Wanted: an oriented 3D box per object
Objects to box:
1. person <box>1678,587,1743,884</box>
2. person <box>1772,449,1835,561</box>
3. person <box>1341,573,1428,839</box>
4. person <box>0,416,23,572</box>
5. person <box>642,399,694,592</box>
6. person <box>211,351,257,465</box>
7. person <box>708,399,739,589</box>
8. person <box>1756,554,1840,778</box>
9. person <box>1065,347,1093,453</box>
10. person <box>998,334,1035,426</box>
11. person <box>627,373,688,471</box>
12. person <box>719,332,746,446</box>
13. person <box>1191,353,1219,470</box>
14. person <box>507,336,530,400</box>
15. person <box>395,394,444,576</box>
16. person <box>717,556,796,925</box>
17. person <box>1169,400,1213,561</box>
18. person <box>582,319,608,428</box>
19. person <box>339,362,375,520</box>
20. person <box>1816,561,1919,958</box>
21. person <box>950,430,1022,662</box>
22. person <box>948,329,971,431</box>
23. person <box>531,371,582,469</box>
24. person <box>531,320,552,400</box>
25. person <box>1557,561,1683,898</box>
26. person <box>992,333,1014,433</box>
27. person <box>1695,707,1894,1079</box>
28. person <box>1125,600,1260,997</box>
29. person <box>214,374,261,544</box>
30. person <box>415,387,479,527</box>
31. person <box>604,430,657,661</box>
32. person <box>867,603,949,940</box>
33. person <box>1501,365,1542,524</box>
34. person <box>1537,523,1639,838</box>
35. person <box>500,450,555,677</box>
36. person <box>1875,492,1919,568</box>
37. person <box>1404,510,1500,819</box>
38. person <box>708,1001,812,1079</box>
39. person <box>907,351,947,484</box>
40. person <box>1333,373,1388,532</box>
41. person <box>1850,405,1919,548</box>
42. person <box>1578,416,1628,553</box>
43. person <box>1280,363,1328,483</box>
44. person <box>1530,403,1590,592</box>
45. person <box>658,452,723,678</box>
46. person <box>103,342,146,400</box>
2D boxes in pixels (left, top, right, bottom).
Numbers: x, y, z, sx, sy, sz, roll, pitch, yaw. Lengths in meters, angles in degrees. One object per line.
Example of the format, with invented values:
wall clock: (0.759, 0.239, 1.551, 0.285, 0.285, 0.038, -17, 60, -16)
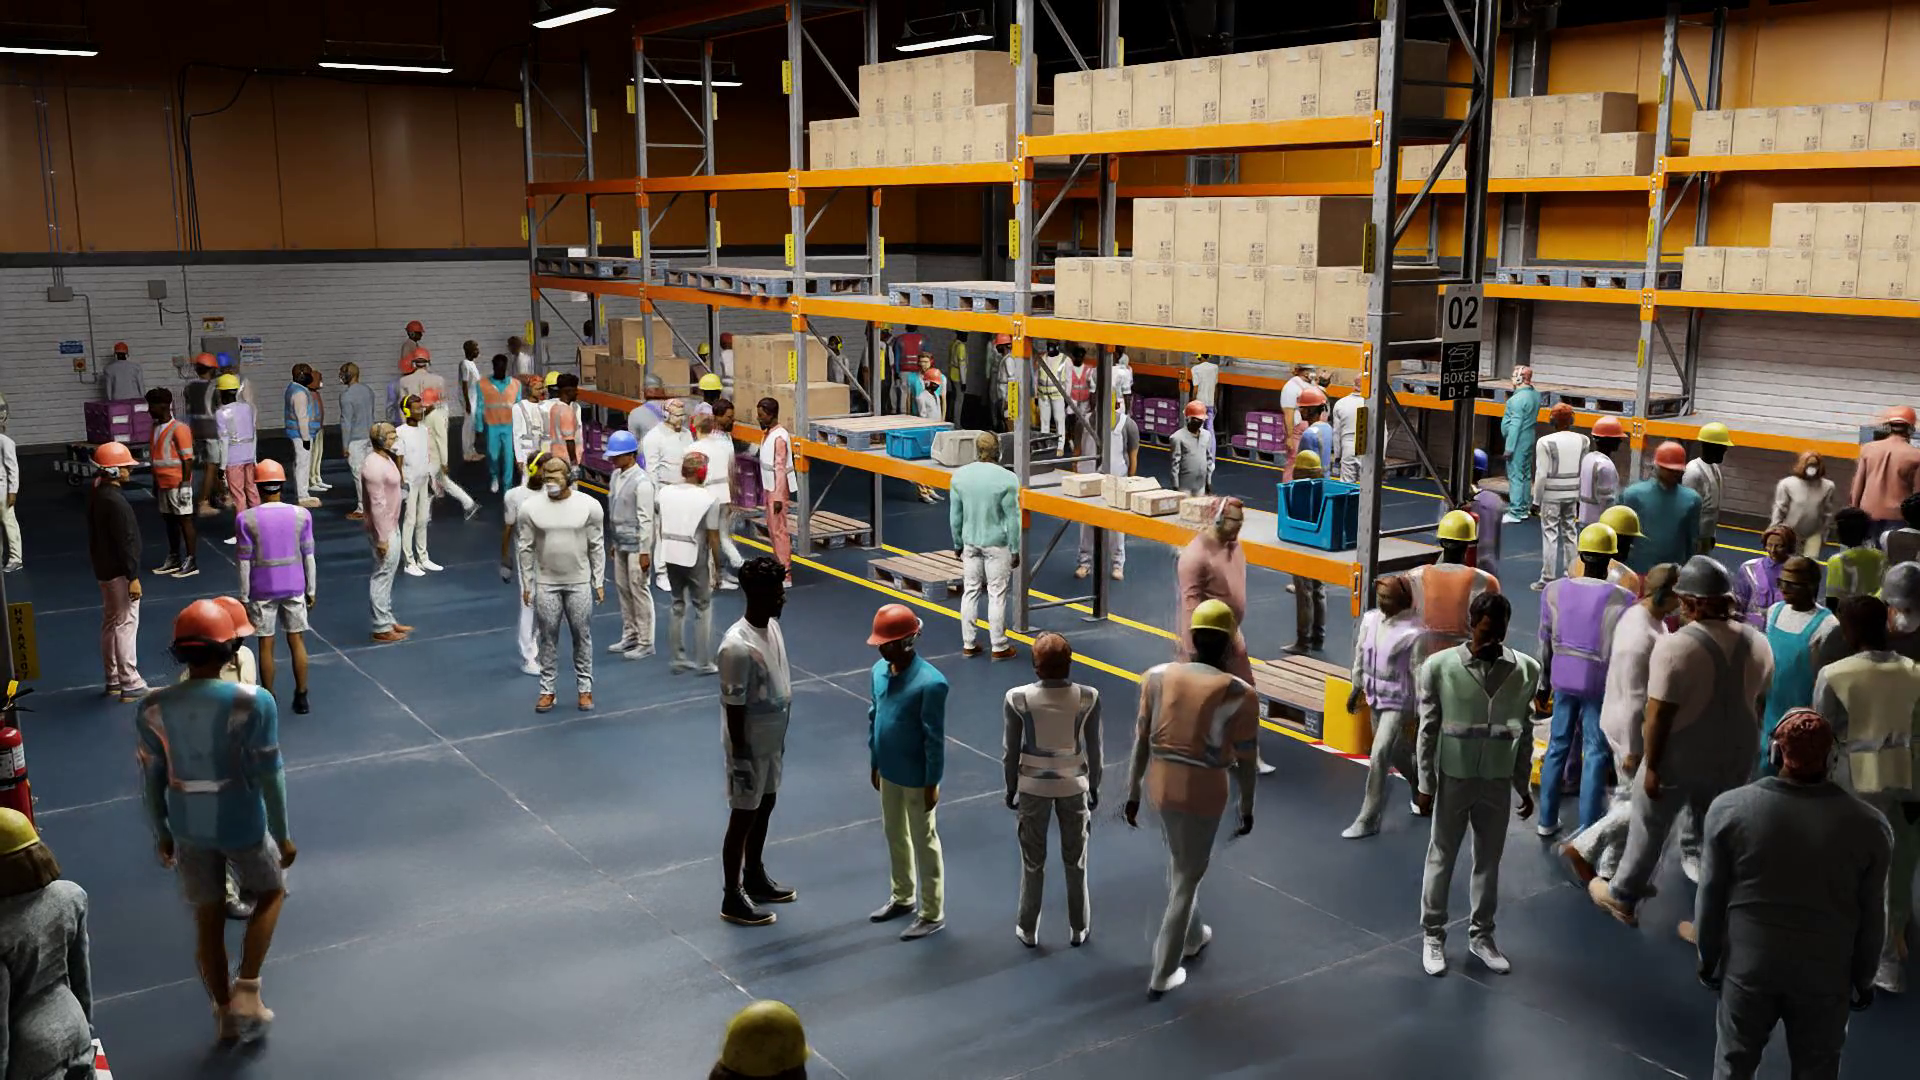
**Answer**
person: (4.178, 1.036, 9.374, 0.512, 1.717, 0.561, 0, 11, 1)
person: (7.696, -0.058, 15.256, 0.500, 1.609, 0.625, 2, 11, 10)
person: (2.647, 0.965, 10.047, 0.800, 1.606, 0.533, -6, 12, -27)
person: (-10.073, -0.537, 17.337, 0.564, 1.752, 0.339, 4, 12, 19)
person: (-2.834, -0.456, 16.545, 0.407, 1.904, 0.639, 7, 13, 32)
person: (-9.701, -1.573, 22.234, 0.624, 1.919, 0.773, -2, 11, -9)
person: (-2.396, -0.455, 16.537, 0.391, 1.905, 0.599, 0, 11, 2)
person: (4.696, 0.978, 9.382, 0.343, 1.835, 0.520, -3, 11, -16)
person: (1.853, -2.246, 26.323, 0.525, 1.657, 0.803, -2, 11, -11)
person: (0.945, -2.562, 27.480, 0.665, 1.895, 0.804, 5, 12, 26)
person: (-3.358, -0.881, 18.359, 0.693, 2.000, 1.006, -11, 15, -43)
person: (-3.641, -2.357, 26.361, 0.599, 1.865, 0.548, -6, 13, -29)
person: (3.526, -1.932, 24.179, 0.520, 1.873, 0.335, -7, 13, -31)
person: (-6.958, -2.304, 26.214, 0.409, 1.823, 0.507, -1, 11, -6)
person: (-5.616, -0.571, 17.203, 0.325, 1.876, 0.521, 4, 12, 20)
person: (-1.064, 1.042, 8.750, 0.367, 1.958, 0.610, 3, 11, 15)
person: (2.491, -0.627, 17.821, 0.566, 1.744, 0.350, -7, 13, -33)
person: (-6.257, -2.804, 28.481, 0.372, 1.933, 0.626, 4, 12, 19)
person: (-7.356, -1.211, 20.344, 0.371, 1.932, 0.625, 2, 11, 12)
person: (4.671, 1.080, 8.326, 0.698, 2.000, 0.536, 3, 11, 16)
person: (0.218, 0.051, 13.856, 0.633, 1.936, 0.355, 6, 12, 28)
person: (0.001, -2.758, 28.286, 0.394, 1.918, 0.588, -3, 12, -17)
person: (-4.667, -0.991, 19.268, 0.590, 1.912, 0.397, -7, 13, -33)
person: (-7.350, -2.926, 29.247, 0.459, 1.873, 0.606, -5, 12, -25)
person: (3.576, 1.033, 8.907, 0.521, 1.908, 0.647, 4, 12, 22)
person: (0.676, -2.208, 25.420, 0.370, 1.933, 0.551, -1, 11, -6)
person: (3.100, 1.559, 6.250, 0.642, 1.900, 0.401, 6, 12, 27)
person: (1.158, 1.218, 8.040, 0.608, 1.866, 0.852, 7, 13, 33)
person: (-8.183, -0.911, 18.804, 0.381, 1.928, 0.587, 3, 12, 17)
person: (-6.221, -1.006, 19.892, 0.845, 1.693, 0.580, -5, 12, -25)
person: (-2.756, 0.036, 13.933, 0.426, 1.934, 0.616, -8, 14, -36)
person: (-0.301, 1.177, 8.605, 0.353, 1.739, 0.574, -9, 14, -40)
person: (6.739, -1.155, 20.108, 0.407, 1.908, 0.641, 9, 14, 38)
person: (3.703, 0.850, 9.834, 0.592, 1.918, 0.395, 11, 15, 44)
person: (-3.528, 0.149, 13.702, 0.528, 1.817, 0.881, -9, 14, -38)
person: (6.981, 0.483, 12.278, 0.320, 1.694, 0.533, -5, 12, -26)
person: (2.998, 0.773, 10.207, 0.597, 1.923, 0.391, 5, 12, 25)
person: (-0.515, 2.020, 4.318, 0.491, 1.731, 0.324, 6, 12, 27)
person: (-0.456, -1.688, 22.988, 0.564, 1.846, 0.392, 2, 11, 11)
person: (4.648, -0.992, 19.291, 0.638, 1.903, 0.408, 7, 13, 33)
person: (8.596, -0.257, 15.324, 0.538, 1.972, 0.659, -8, 14, -35)
person: (5.718, -0.144, 14.854, 0.354, 1.939, 0.545, 0, 11, -2)
person: (4.289, -1.326, 20.637, 0.536, 2.000, 0.688, 9, 15, 40)
person: (5.877, -0.405, 16.332, 0.575, 1.881, 0.356, -3, 11, -15)
person: (-2.156, 0.205, 13.352, 0.587, 1.824, 0.444, 5, 12, 25)
person: (-12.936, -2.195, 25.812, 0.563, 1.755, 0.320, -4, 12, -19)
